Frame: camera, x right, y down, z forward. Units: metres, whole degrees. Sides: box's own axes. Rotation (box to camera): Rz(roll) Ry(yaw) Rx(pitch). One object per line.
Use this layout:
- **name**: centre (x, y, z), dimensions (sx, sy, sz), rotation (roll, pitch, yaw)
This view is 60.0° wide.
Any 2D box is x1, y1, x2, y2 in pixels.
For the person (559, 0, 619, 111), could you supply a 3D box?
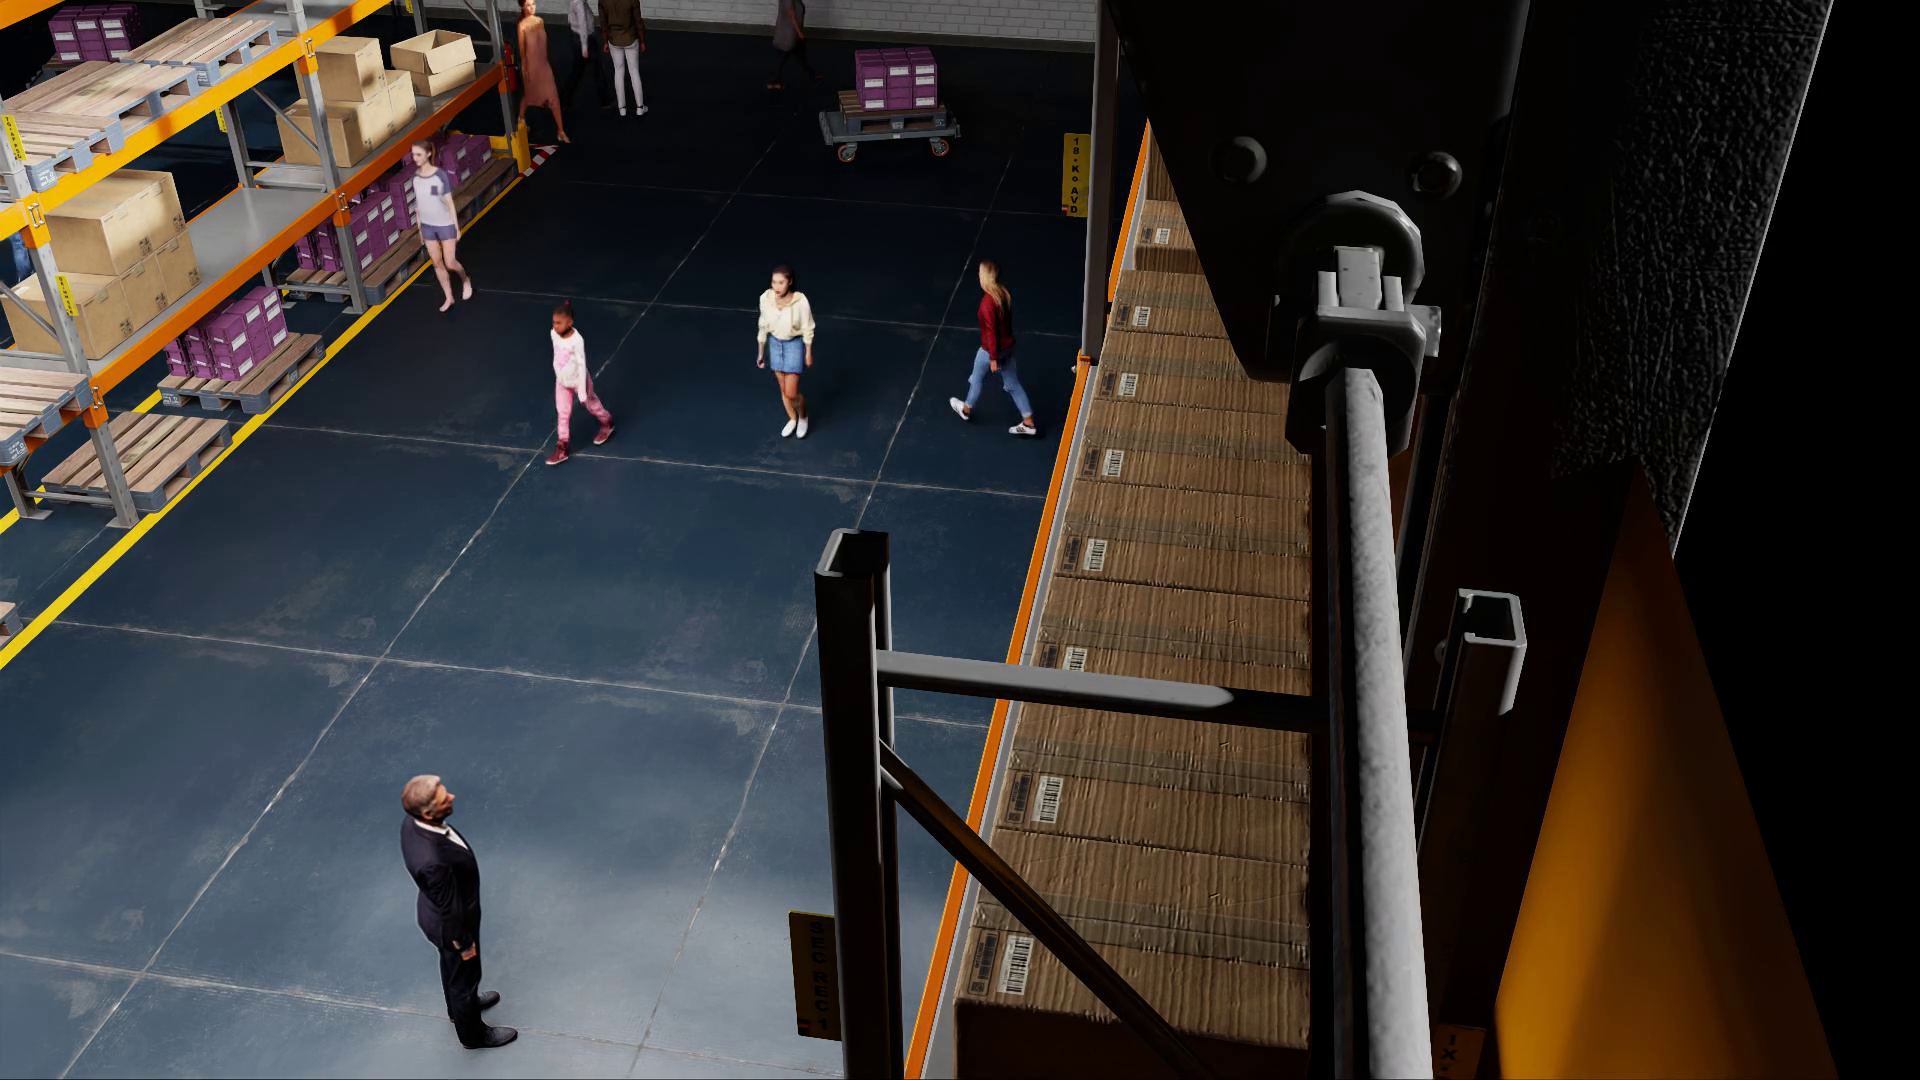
- **person**: centre (-4.899, -6.350, 21.248), dimensions (1.124, 1.784, 1.103), rotation (-16, 37, -22)

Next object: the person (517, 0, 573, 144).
- **person**: centre (-5.262, -5.773, 20.377), dimensions (1.036, 1.788, 1.151), rotation (25, 41, 33)

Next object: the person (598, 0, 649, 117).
- **person**: centre (-4.290, -6.337, 21.193), dimensions (0.764, 1.825, 0.623), rotation (0, 34, 0)

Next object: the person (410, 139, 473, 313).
- **person**: centre (-5.106, -3.132, 16.435), dimensions (0.597, 1.752, 0.664), rotation (8, 34, 11)

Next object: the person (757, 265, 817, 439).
- **person**: centre (-1.458, -1.658, 14.338), dimensions (0.704, 1.621, 0.664), rotation (14, 36, 20)

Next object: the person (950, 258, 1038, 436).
- **person**: centre (0.387, -1.589, 14.277), dimensions (0.988, 1.572, 1.135), rotation (17, 37, 24)

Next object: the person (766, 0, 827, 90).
- **person**: centre (-2.342, -6.728, 22.014), dimensions (0.861, 1.567, 1.051), rotation (-3, 34, -4)

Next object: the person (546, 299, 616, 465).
- **person**: centre (-3.229, -1.387, 14.113), dimensions (0.808, 1.417, 1.093), rotation (19, 38, 26)

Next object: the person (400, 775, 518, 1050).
- **person**: centre (-2.688, 1.937, 8.753), dimensions (0.842, 1.815, 0.747), rotation (-16, 37, -23)
